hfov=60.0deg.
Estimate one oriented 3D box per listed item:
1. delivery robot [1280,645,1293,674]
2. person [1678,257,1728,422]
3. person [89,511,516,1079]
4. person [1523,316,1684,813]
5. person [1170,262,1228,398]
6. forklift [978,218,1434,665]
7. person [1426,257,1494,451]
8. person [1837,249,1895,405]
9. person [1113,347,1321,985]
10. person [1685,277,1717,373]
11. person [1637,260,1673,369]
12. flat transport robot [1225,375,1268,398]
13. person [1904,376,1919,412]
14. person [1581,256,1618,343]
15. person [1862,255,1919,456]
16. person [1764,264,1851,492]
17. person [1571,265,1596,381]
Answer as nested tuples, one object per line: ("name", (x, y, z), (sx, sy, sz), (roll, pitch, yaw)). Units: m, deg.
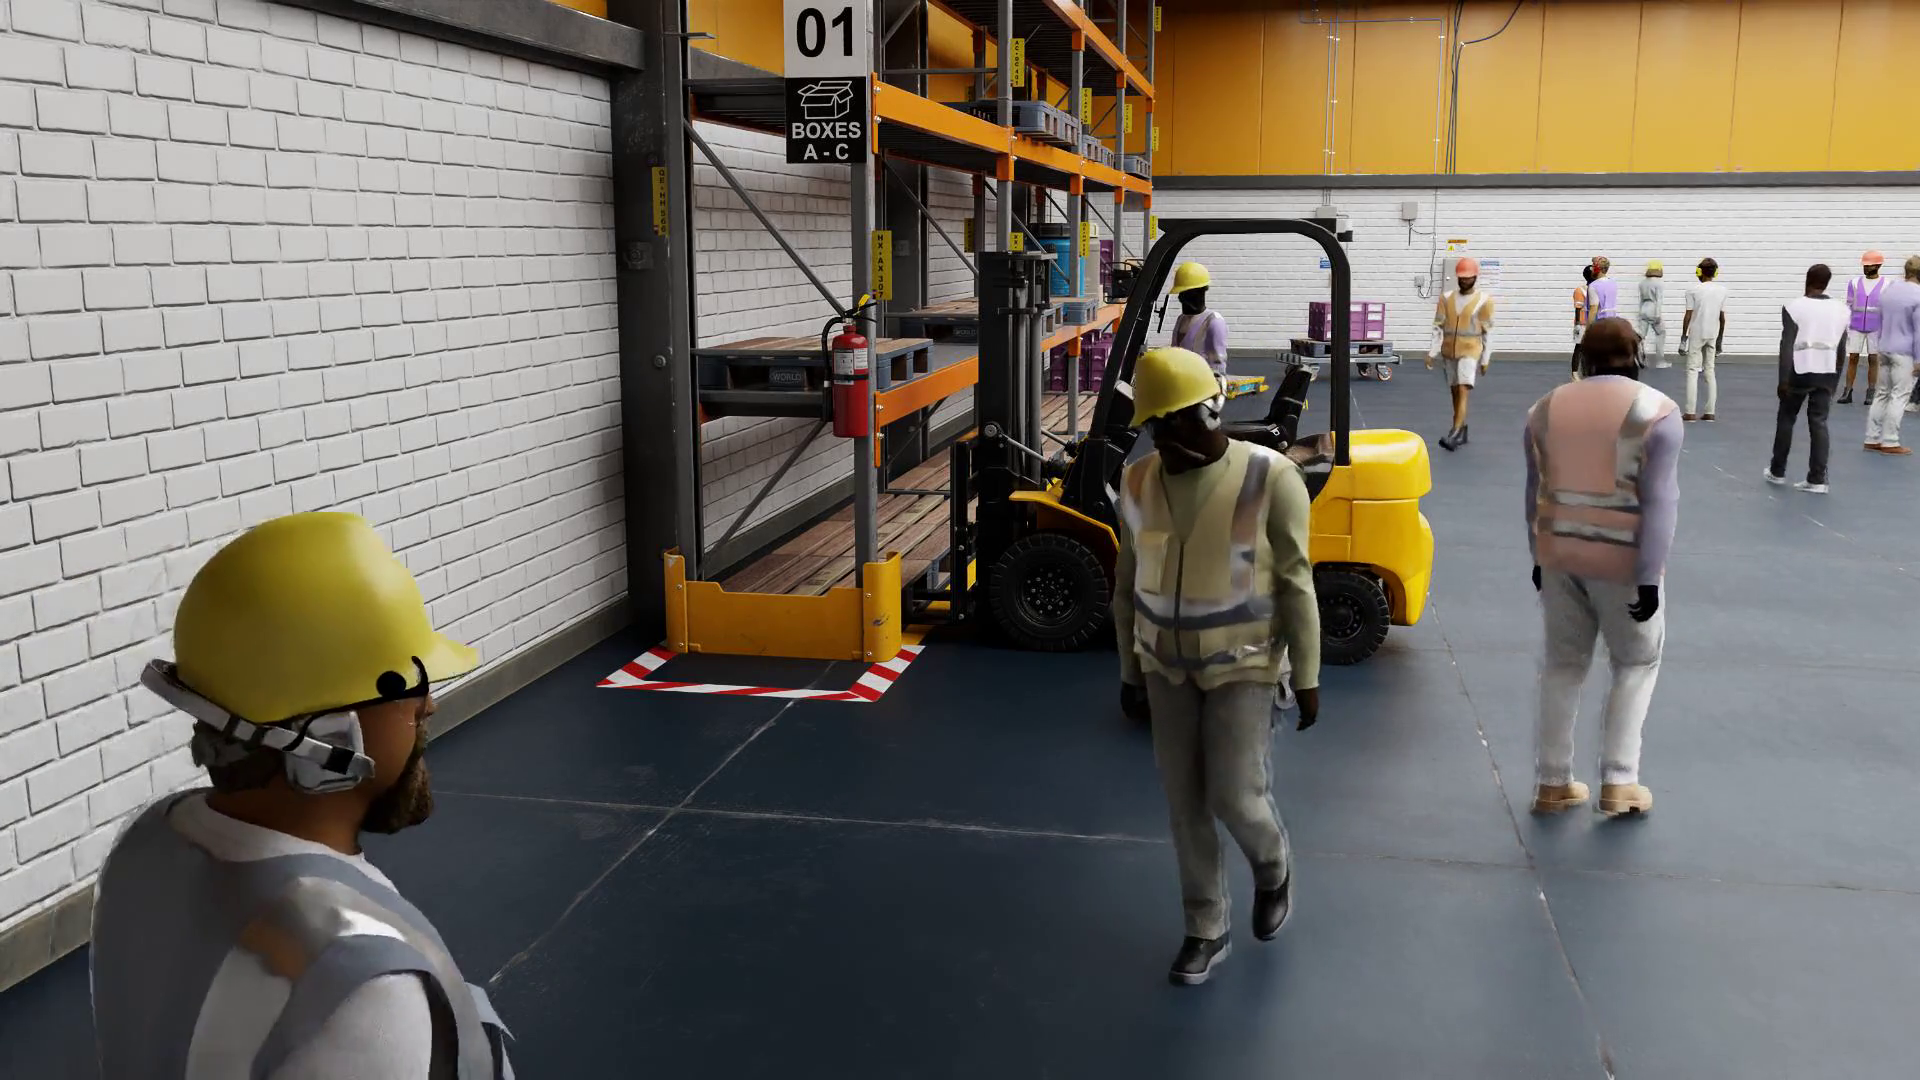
("delivery robot", (1.149, 0.463, 7.229), (0.477, 0.478, 0.707), (9, 14, 41))
("person", (8.420, -2.266, 18.874), (0.514, 1.862, 0.337), (-1, 10, -6))
("person", (-0.726, 0.877, 1.736), (0.569, 1.822, 0.596), (-10, 14, -44))
("person", (2.301, 0.098, 6.060), (0.518, 1.804, 0.645), (-9, 13, -39))
("person", (1.595, -0.939, 11.420), (0.372, 1.922, 0.585), (-4, 11, -23))
("forklift", (1.285, -0.567, 8.635), (2.313, 2.155, 1.214), (2, 11, 11))
("person", (4.941, -1.838, 16.466), (0.555, 1.890, 0.967), (9, 13, 40))
("person", (11.334, -2.653, 20.781), (0.547, 1.934, 0.375), (9, 14, 41))
("person", (0.721, 0.349, 4.718), (0.637, 1.791, 0.472), (7, 12, 33))
("person", (11.474, -3.400, 25.679), (0.512, 1.642, 0.312), (-5, 12, -27))
("person", (11.043, -3.577, 26.422), (0.762, 1.709, 0.517), (-4, 11, -22))
("flat transport robot", (3.511, -2.036, 21.963), (0.652, 0.197, 1.431), (6, 12, 30))
("person", (11.647, -2.533, 20.034), (0.701, 1.968, 0.641), (-9, 14, -41))
("person", (8.047, -2.639, 20.945), (0.563, 1.847, 0.389), (-9, 14, -40))
("person", (9.033, -1.757, 15.952), (0.415, 1.921, 0.632), (-2, 10, -9))
("person", (7.056, -1.360, 13.886), (0.643, 1.854, 0.912), (0, 10, -1))
("person", (8.912, -3.051, 23.615), (0.535, 1.697, 0.318), (-6, 12, -30))
